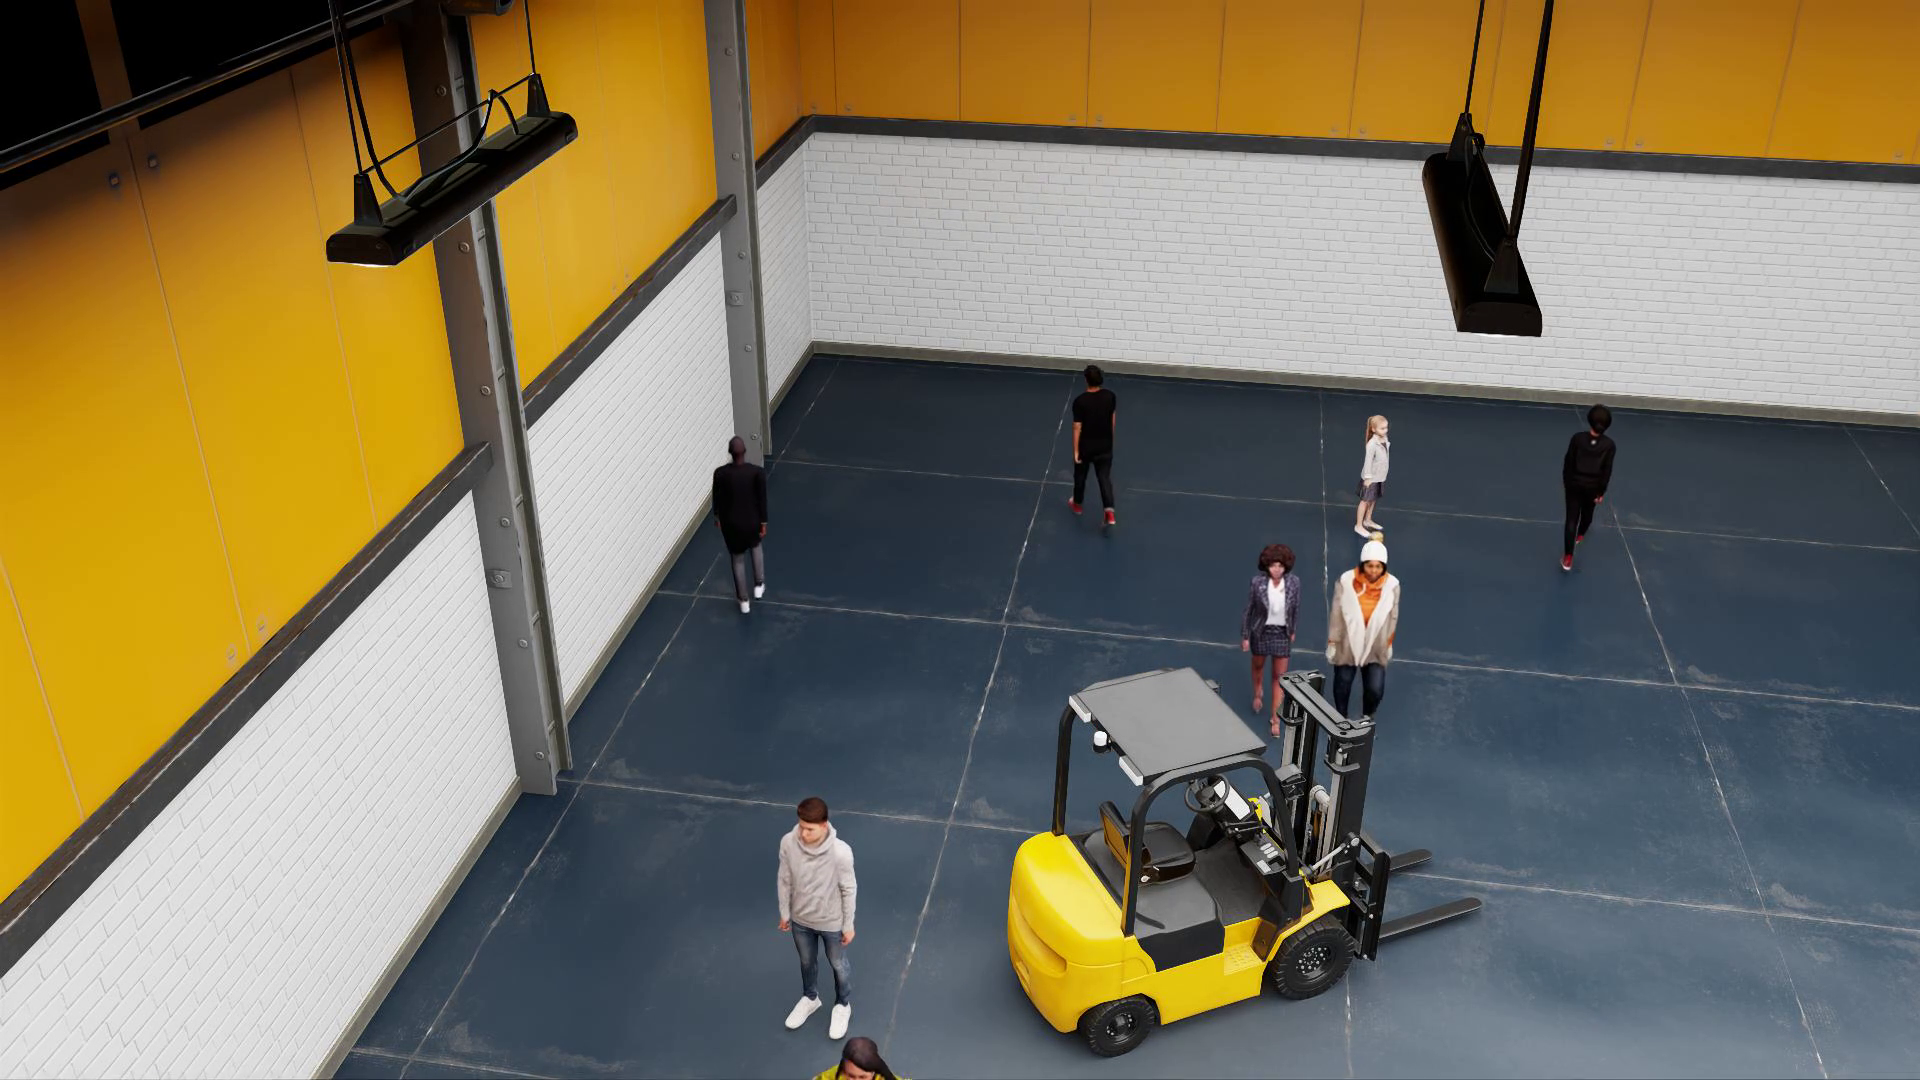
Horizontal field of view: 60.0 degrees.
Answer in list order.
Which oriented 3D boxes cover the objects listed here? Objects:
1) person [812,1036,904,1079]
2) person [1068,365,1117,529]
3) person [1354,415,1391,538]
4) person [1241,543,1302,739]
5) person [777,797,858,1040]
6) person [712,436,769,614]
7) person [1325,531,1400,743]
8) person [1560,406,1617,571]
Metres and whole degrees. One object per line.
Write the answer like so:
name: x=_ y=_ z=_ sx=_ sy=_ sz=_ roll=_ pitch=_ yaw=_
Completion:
person: x=-0.533 y=3.297 z=9.199 sx=0.796 sy=1.641 sz=0.834 roll=6 pitch=29 yaw=10
person: x=1.394 y=-0.928 z=16.847 sx=0.909 sy=1.735 sz=1.178 roll=-6 pitch=29 yaw=-11
person: x=4.189 y=-0.671 z=16.854 sx=0.659 sy=1.276 sz=0.586 roll=25 pitch=37 yaw=38
person: x=2.568 y=0.756 z=13.824 sx=0.656 sy=1.673 sz=0.947 roll=3 pitch=29 yaw=5
person: x=-0.887 y=2.388 z=10.645 sx=0.707 sy=1.851 sz=0.615 roll=9 pitch=30 yaw=16
person: x=-2.021 y=-0.112 z=15.335 sx=0.781 sy=1.748 sz=0.843 roll=-5 pitch=29 yaw=-9
person: x=3.276 y=0.758 z=13.601 sx=0.688 sy=1.883 sz=0.627 roll=5 pitch=29 yaw=8
person: x=6.039 y=-0.475 z=16.123 sx=0.709 sy=1.632 sz=1.082 roll=9 pitch=30 yaw=17
